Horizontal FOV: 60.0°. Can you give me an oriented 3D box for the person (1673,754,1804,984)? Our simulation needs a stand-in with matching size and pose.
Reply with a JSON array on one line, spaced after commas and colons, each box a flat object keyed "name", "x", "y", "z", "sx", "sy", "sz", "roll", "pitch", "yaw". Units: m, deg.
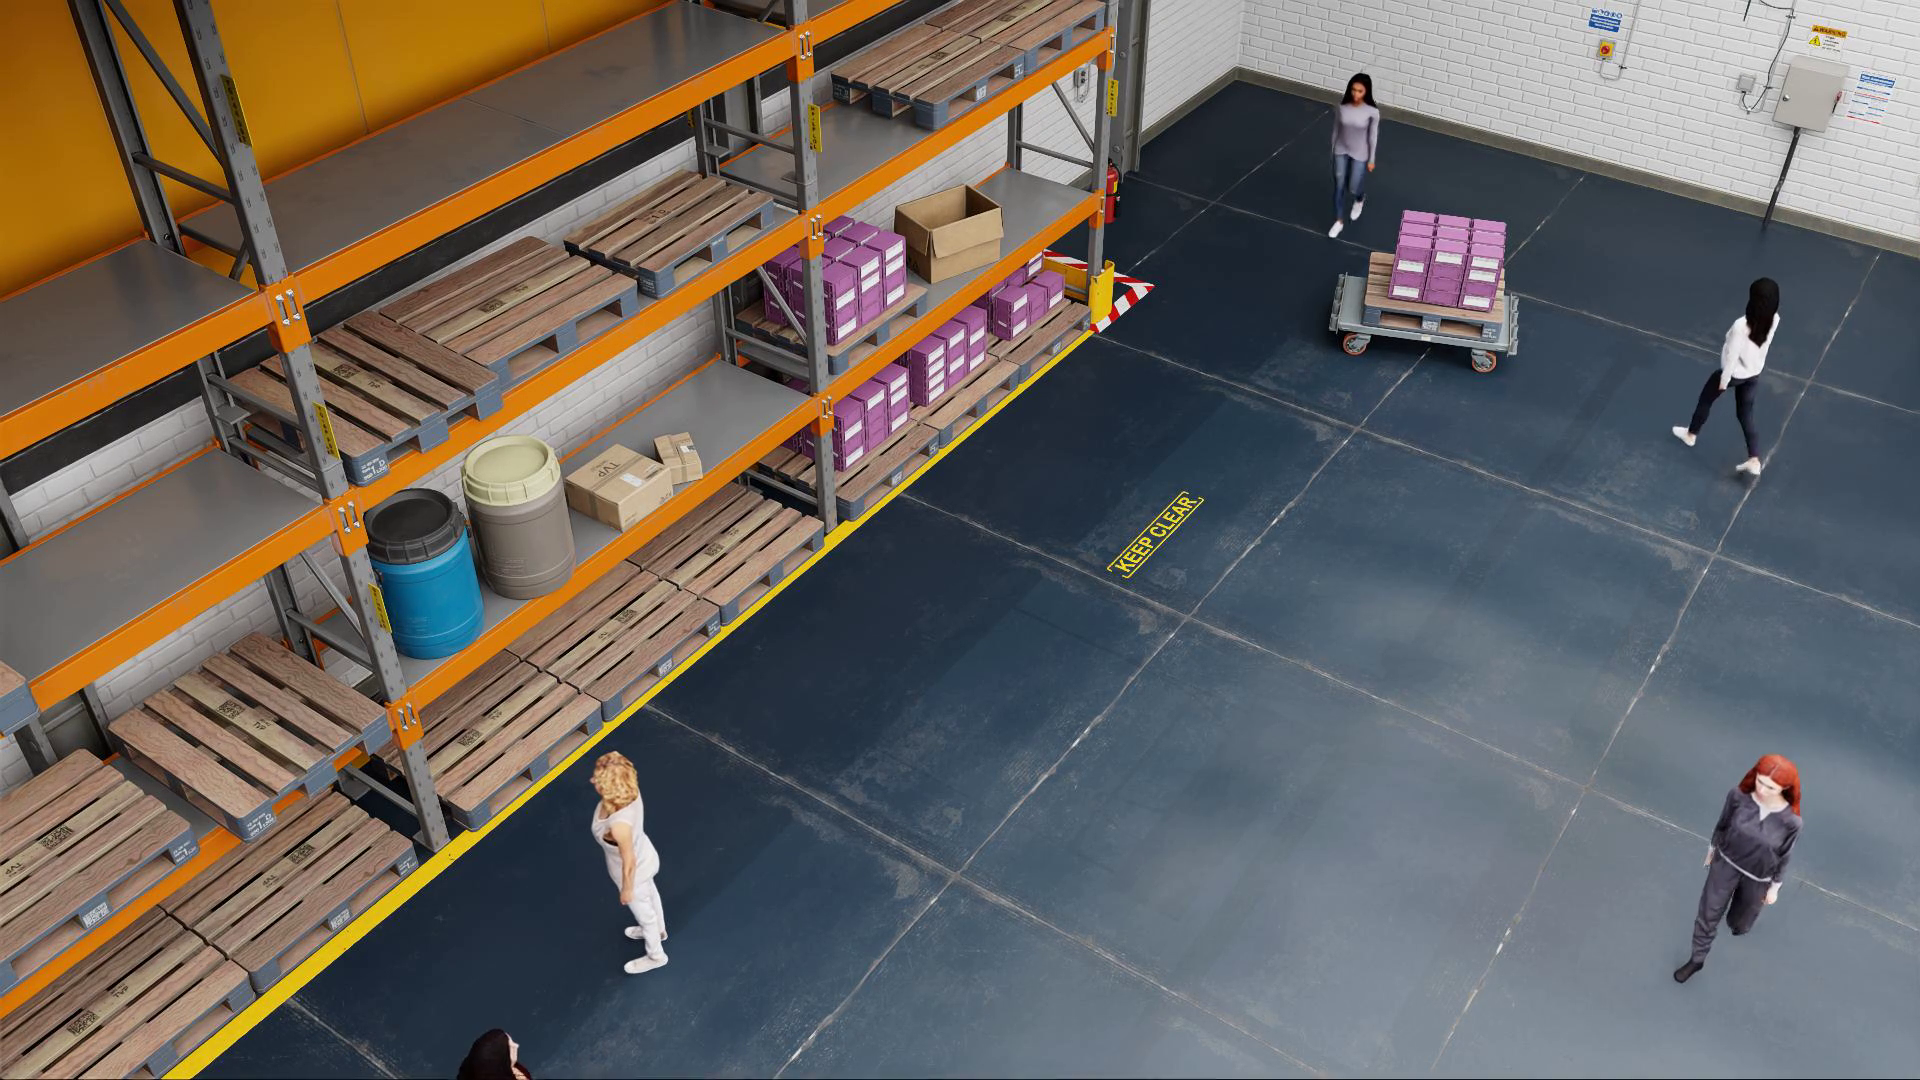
[{"name": "person", "x": 4.462, "y": 1.824, "z": 9.397, "sx": 0.919, "sy": 1.757, "sz": 0.695, "roll": -31, "pitch": 48, "yaw": -33}]

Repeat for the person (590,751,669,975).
[{"name": "person", "x": -1.859, "y": 1.829, "z": 9.460, "sx": 0.740, "sy": 1.670, "sz": 0.669, "roll": -4, "pitch": 39, "yaw": -4}]

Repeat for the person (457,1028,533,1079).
[{"name": "person", "x": -2.231, "y": 2.977, "z": 7.966, "sx": 0.721, "sy": 1.742, "sz": 0.727, "roll": 31, "pitch": 48, "yaw": 33}]

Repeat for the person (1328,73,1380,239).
[{"name": "person", "x": 3.921, "y": -3.874, "z": 16.568, "sx": 0.629, "sy": 1.713, "sz": 0.798, "roll": 21, "pitch": 43, "yaw": 25}]

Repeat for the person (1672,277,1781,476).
[{"name": "person", "x": 6.321, "y": -1.276, "z": 13.355, "sx": 1.140, "sy": 1.661, "sz": 1.079, "roll": -13, "pitch": 40, "yaw": -15}]
